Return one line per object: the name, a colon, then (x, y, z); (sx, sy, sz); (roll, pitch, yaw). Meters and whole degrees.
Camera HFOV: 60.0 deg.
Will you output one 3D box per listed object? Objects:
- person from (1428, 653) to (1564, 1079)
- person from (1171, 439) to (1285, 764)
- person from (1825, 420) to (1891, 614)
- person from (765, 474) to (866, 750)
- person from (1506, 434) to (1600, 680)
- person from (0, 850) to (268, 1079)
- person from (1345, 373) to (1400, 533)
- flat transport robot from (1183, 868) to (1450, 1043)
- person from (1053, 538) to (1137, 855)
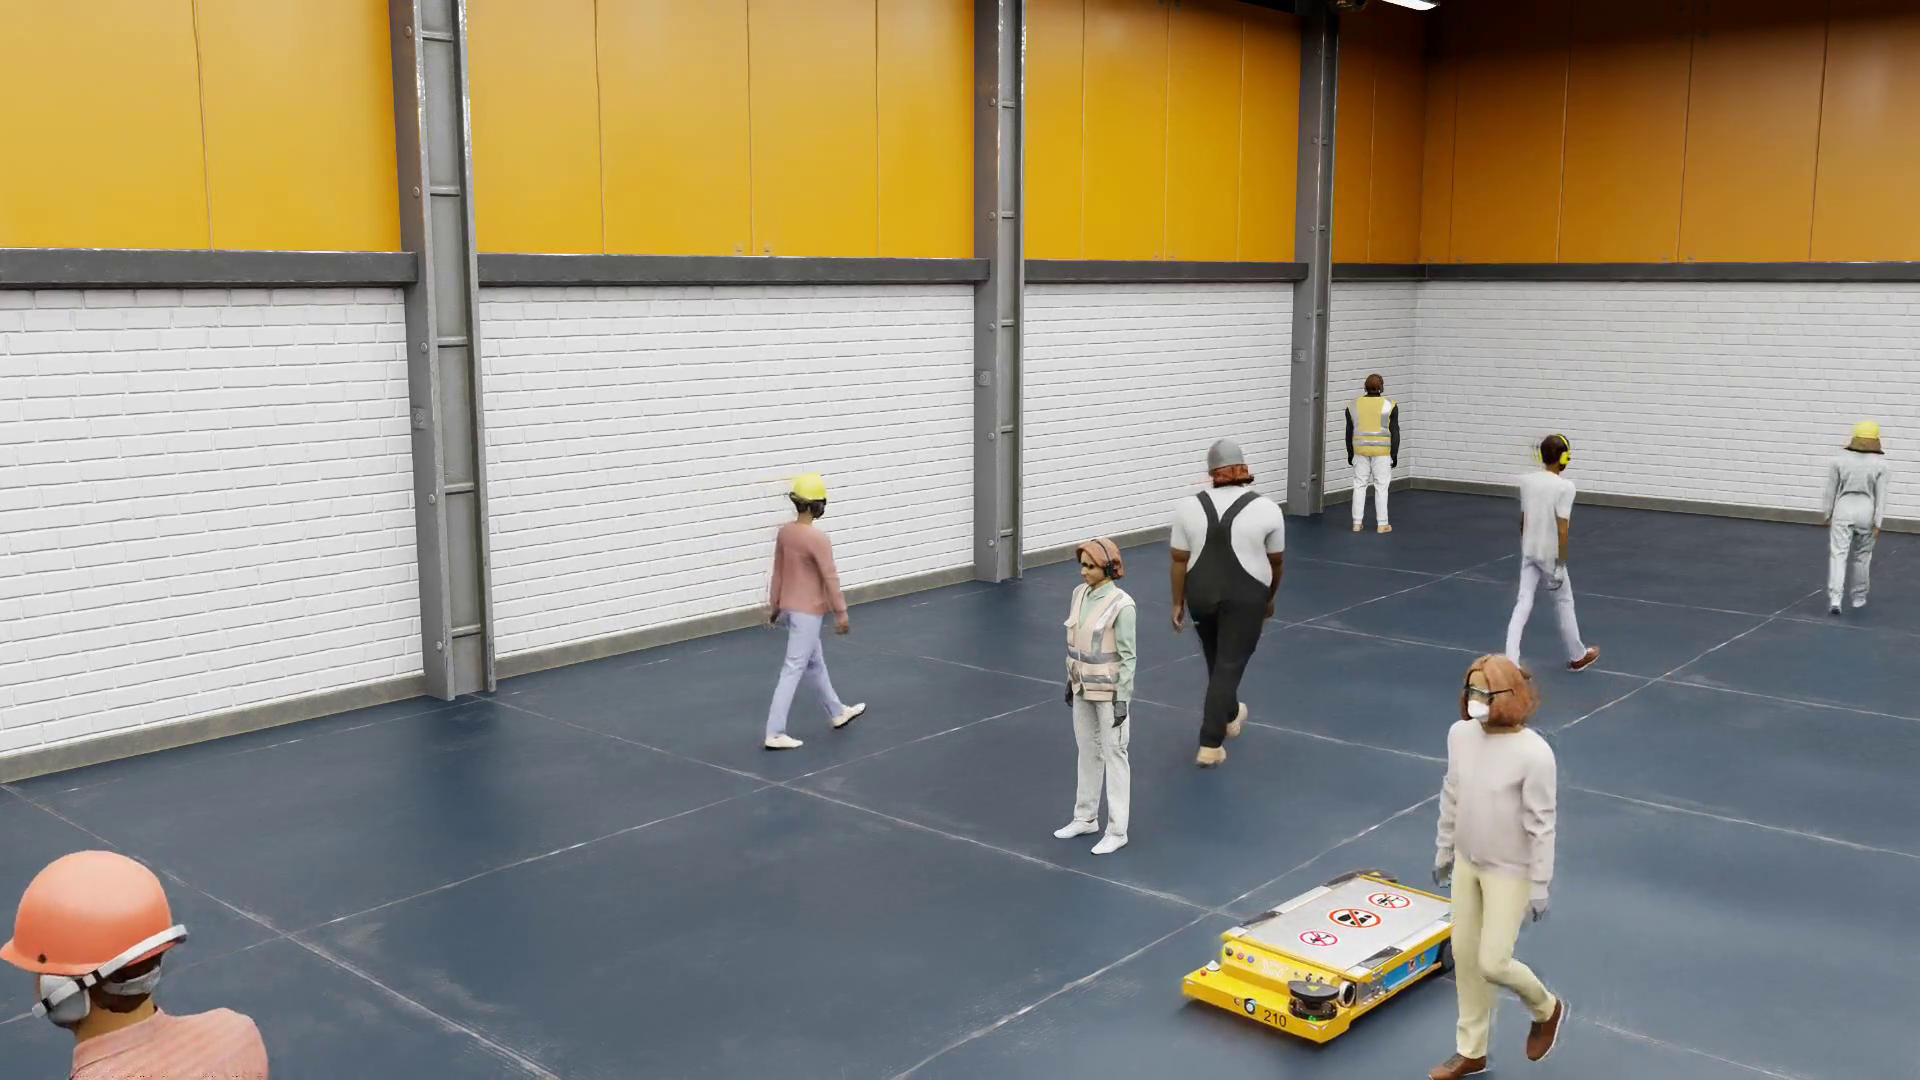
person: (1.988, 1.205, 6.111); (0.448, 1.619, 0.515); (-4, 10, -26)
person: (1.679, 0.320, 10.349); (0.675, 2.000, 1.069); (5, 10, 28)
person: (7.908, -0.205, 14.694); (0.492, 1.708, 0.865); (6, 11, 32)
person: (-0.925, 0.441, 10.580); (0.894, 1.722, 0.566); (-7, 11, -36)
person: (4.359, 0.126, 12.291); (0.978, 1.808, 0.526); (-6, 11, -35)
person: (-1.518, 1.516, 3.031); (0.682, 1.971, 0.650); (3, 10, 18)
person: (4.782, -1.004, 19.279); (0.625, 1.846, 0.429); (5, 10, 27)
flat transport robot: (1.641, 1.724, 7.074); (0.652, 0.197, 1.431); (9, 12, 43)
person: (0.720, 0.798, 8.613); (0.309, 1.638, 0.513); (-6, 11, -32)
